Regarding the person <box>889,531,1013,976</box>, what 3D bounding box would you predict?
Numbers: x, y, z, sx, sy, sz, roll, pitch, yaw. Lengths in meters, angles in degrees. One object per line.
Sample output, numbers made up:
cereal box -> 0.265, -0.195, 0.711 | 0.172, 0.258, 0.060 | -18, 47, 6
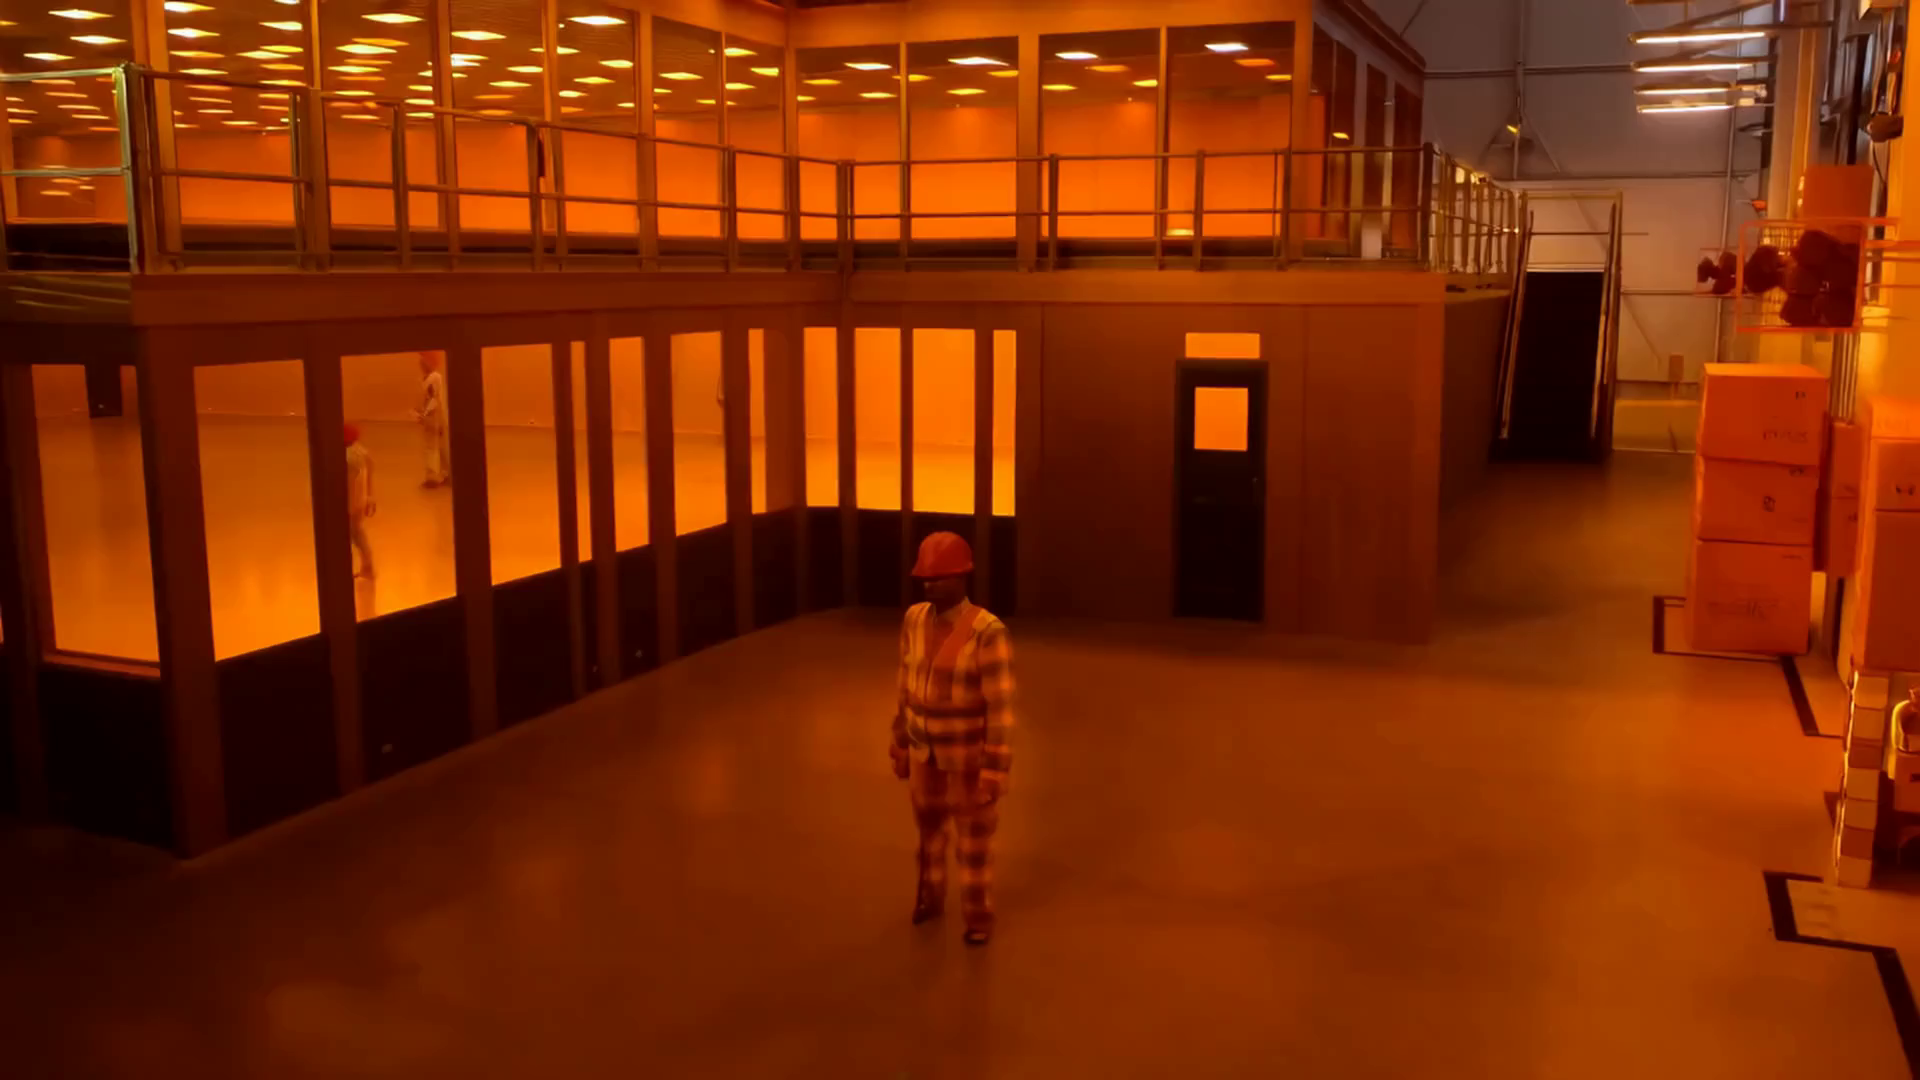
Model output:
person -> -0.047, 0.920, 7.264 | 0.606, 1.947, 0.406 | 8, 12, 41
